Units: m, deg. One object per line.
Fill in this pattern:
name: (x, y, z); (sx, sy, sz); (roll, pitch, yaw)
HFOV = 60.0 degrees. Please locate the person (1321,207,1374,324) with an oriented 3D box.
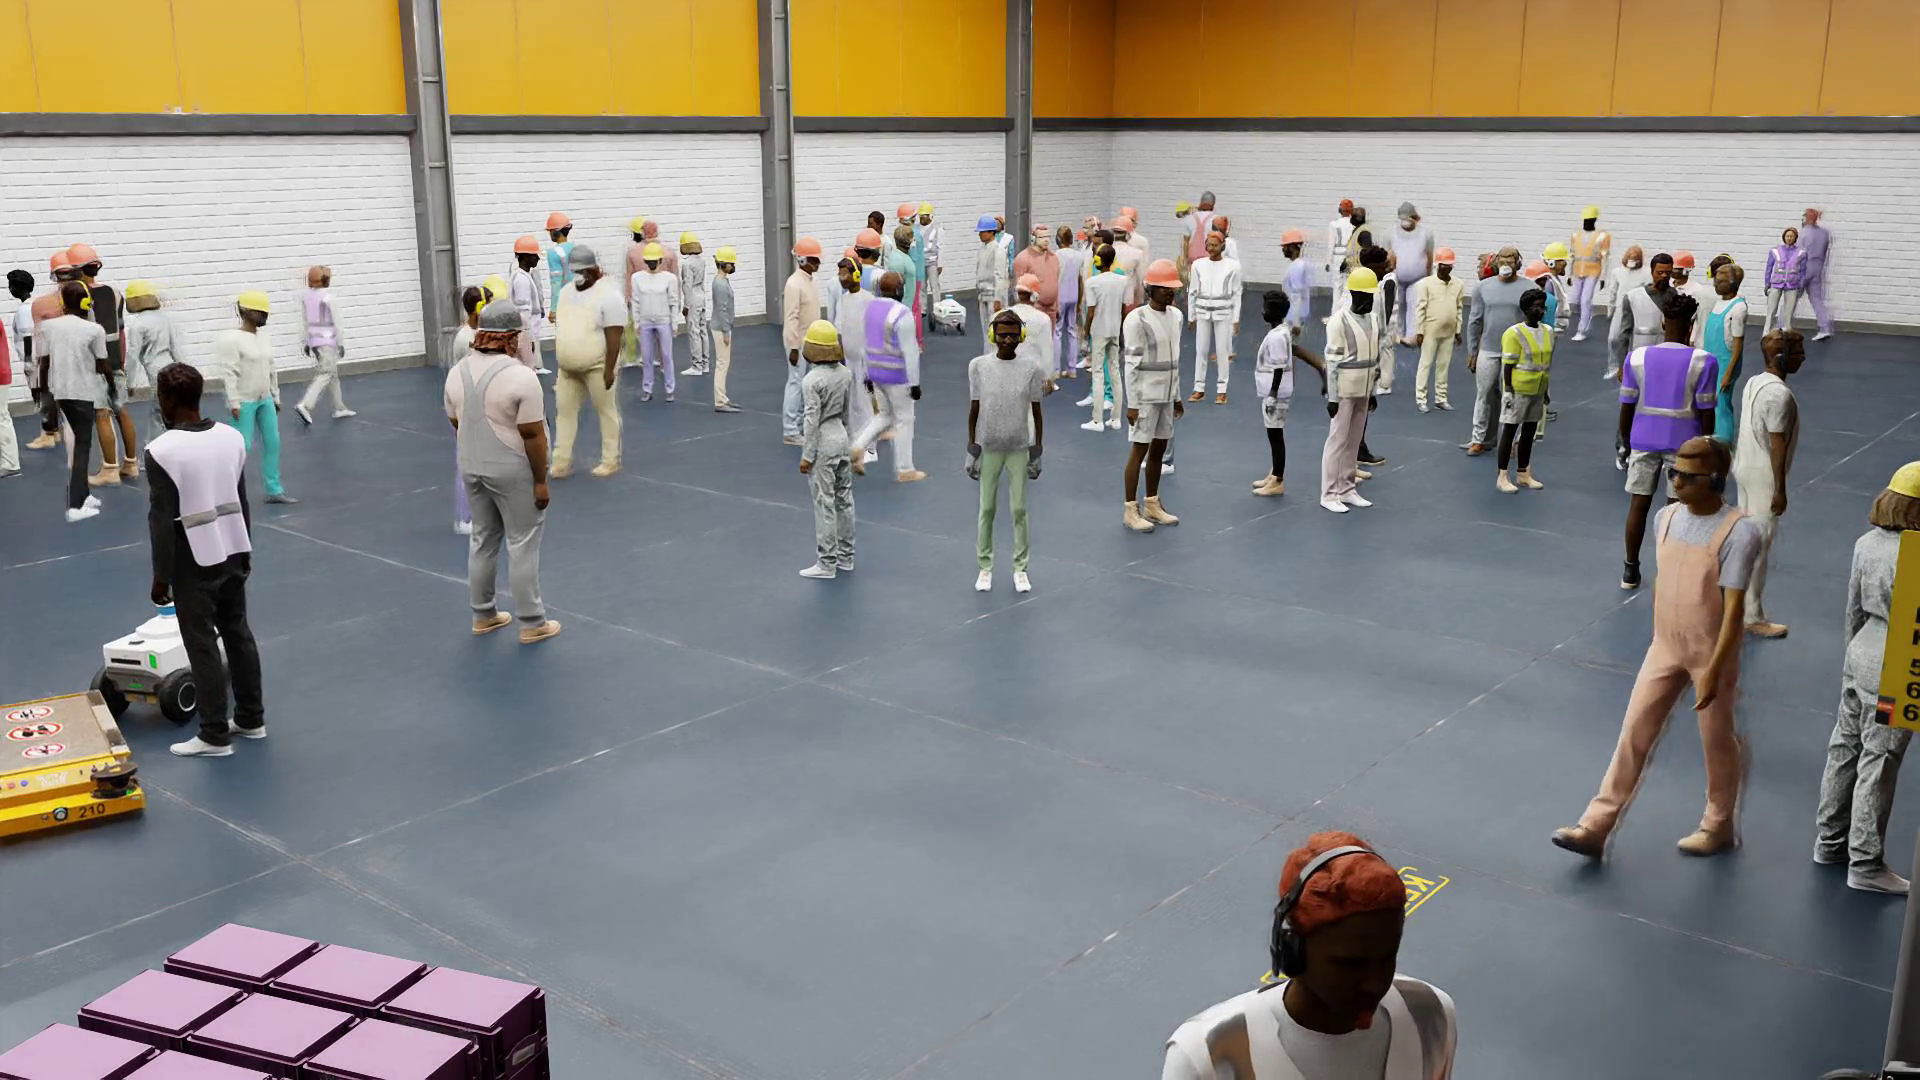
person: (6.046, -4.152, 25.288); (0.946, 1.789, 0.614); (2, 14, 9)

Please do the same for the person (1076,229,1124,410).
person: (1.536, -2.359, 17.844); (0.392, 1.922, 0.587); (-8, 16, -28)

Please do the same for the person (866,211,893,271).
person: (-1.051, -3.282, 21.582); (0.392, 1.898, 0.592); (-7, 16, -27)

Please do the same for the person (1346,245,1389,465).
person: (3.650, -1.663, 14.968); (0.361, 1.965, 0.613); (-2, 14, -6)

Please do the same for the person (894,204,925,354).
person: (-0.668, -3.485, 22.255); (0.442, 1.976, 0.657); (1, 14, 5)

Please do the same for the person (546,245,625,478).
person: (-3.263, -1.510, 14.209); (0.704, 2.000, 0.850); (7, 16, 25)

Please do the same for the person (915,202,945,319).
person: (-0.519, -4.342, 25.964); (0.590, 1.825, 0.403); (9, 17, 33)

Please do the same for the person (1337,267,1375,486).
person: (3.357, -1.392, 14.133); (0.336, 1.845, 0.514); (8, 16, 29)

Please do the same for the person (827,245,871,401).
person: (-1.140, -2.272, 17.834); (0.564, 1.752, 0.338); (4, 15, 17)

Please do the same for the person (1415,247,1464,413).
person: (5.099, -2.232, 17.674); (0.564, 1.751, 0.330); (-5, 15, -18)

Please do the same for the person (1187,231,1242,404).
person: (2.775, -2.434, 18.218); (0.587, 1.882, 0.341); (6, 15, 23)

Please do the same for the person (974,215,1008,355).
person: (0.362, -2.950, 20.169); (0.417, 1.939, 0.607); (-6, 15, -23)

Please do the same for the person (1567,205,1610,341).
person: (8.910, -3.791, 23.587); (0.594, 1.911, 0.599); (-13, 19, -41)

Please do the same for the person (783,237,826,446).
person: (-1.473, -1.886, 15.861); (0.452, 1.978, 0.621); (3, 14, 13)

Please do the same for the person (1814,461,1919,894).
person: (3.717, 0.539, 6.641); (0.311, 1.736, 0.483); (0, 14, 0)

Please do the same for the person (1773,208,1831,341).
person: (12.046, -3.770, 23.646); (0.652, 1.857, 1.020); (-5, 15, -18)

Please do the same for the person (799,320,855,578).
person: (-0.911, -0.612, 11.218); (0.287, 1.746, 0.484); (8, 16, 30)

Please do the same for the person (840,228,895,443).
person: (-0.863, -1.960, 15.992); (0.609, 2.048, 0.366); (10, 17, 36)

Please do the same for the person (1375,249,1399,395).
person: (4.800, -2.462, 18.833); (0.307, 1.637, 0.513); (1, 14, 4)

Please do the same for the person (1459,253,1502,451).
person: (4.955, -1.753, 15.570); (0.396, 1.847, 0.565); (9, 17, 33)

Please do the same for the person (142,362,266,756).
person: (-3.639, 0.097, 8.051); (0.384, 1.915, 0.591); (4, 15, 15)

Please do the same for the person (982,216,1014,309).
person: (0.578, -4.134, 25.508); (0.515, 1.641, 0.309); (2, 14, 8)

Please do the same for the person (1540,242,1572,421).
person: (6.094, -2.157, 17.213); (0.404, 1.831, 0.600); (6, 15, 22)

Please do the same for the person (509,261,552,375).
person: (-5.282, -2.838, 20.326); (0.513, 1.641, 0.309); (9, 16, 31)

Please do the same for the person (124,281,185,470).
person: (-7.011, -1.400, 14.464); (0.879, 1.679, 0.505); (1, 14, 4)

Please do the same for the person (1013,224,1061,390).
person: (0.912, -2.635, 18.976); (0.651, 1.907, 0.409); (-12, 19, -40)

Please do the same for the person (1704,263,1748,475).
person: (6.612, -1.480, 14.486); (0.345, 1.847, 0.508); (0, 14, 0)

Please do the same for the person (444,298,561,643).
person: (-2.676, -0.425, 9.873); (0.683, 2.000, 0.536); (7, 16, 27)

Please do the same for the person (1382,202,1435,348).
person: (6.147, -3.676, 22.863); (0.718, 2.000, 1.043); (5, 15, 20)

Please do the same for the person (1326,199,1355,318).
person: (5.949, -4.324, 25.776); (0.572, 1.883, 0.356); (-3, 14, -11)

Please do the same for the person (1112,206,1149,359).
person: (2.138, -3.291, 21.445); (0.631, 1.981, 0.410); (5, 15, 19)

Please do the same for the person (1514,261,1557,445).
person: (5.461, -1.784, 15.890); (0.334, 1.746, 0.574); (11, 18, 38)

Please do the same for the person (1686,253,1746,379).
person: (6.869, -1.670, 15.184); (0.536, 1.875, 0.314); (11, 18, 37)

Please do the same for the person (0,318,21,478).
person: (-8.427, -1.410, 14.425); (0.354, 1.737, 0.576); (-10, 17, -35)

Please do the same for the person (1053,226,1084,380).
person: (1.241, -2.827, 19.899); (0.516, 1.835, 0.355); (-8, 16, -30)

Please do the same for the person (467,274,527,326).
person: (-3.942, -1.392, 14.295); (0.533, 1.768, 0.310); (-8, 16, -29)

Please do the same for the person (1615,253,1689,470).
person: (6.116, -1.578, 14.729); (0.590, 1.918, 0.389); (0, 14, 1)

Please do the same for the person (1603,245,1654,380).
person: (7.941, -2.687, 19.746); (0.529, 1.626, 0.347); (10, 17, 35)

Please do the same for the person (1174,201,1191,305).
person: (3.831, -4.852, 28.175); (0.513, 1.740, 0.534); (-2, 14, -8)
